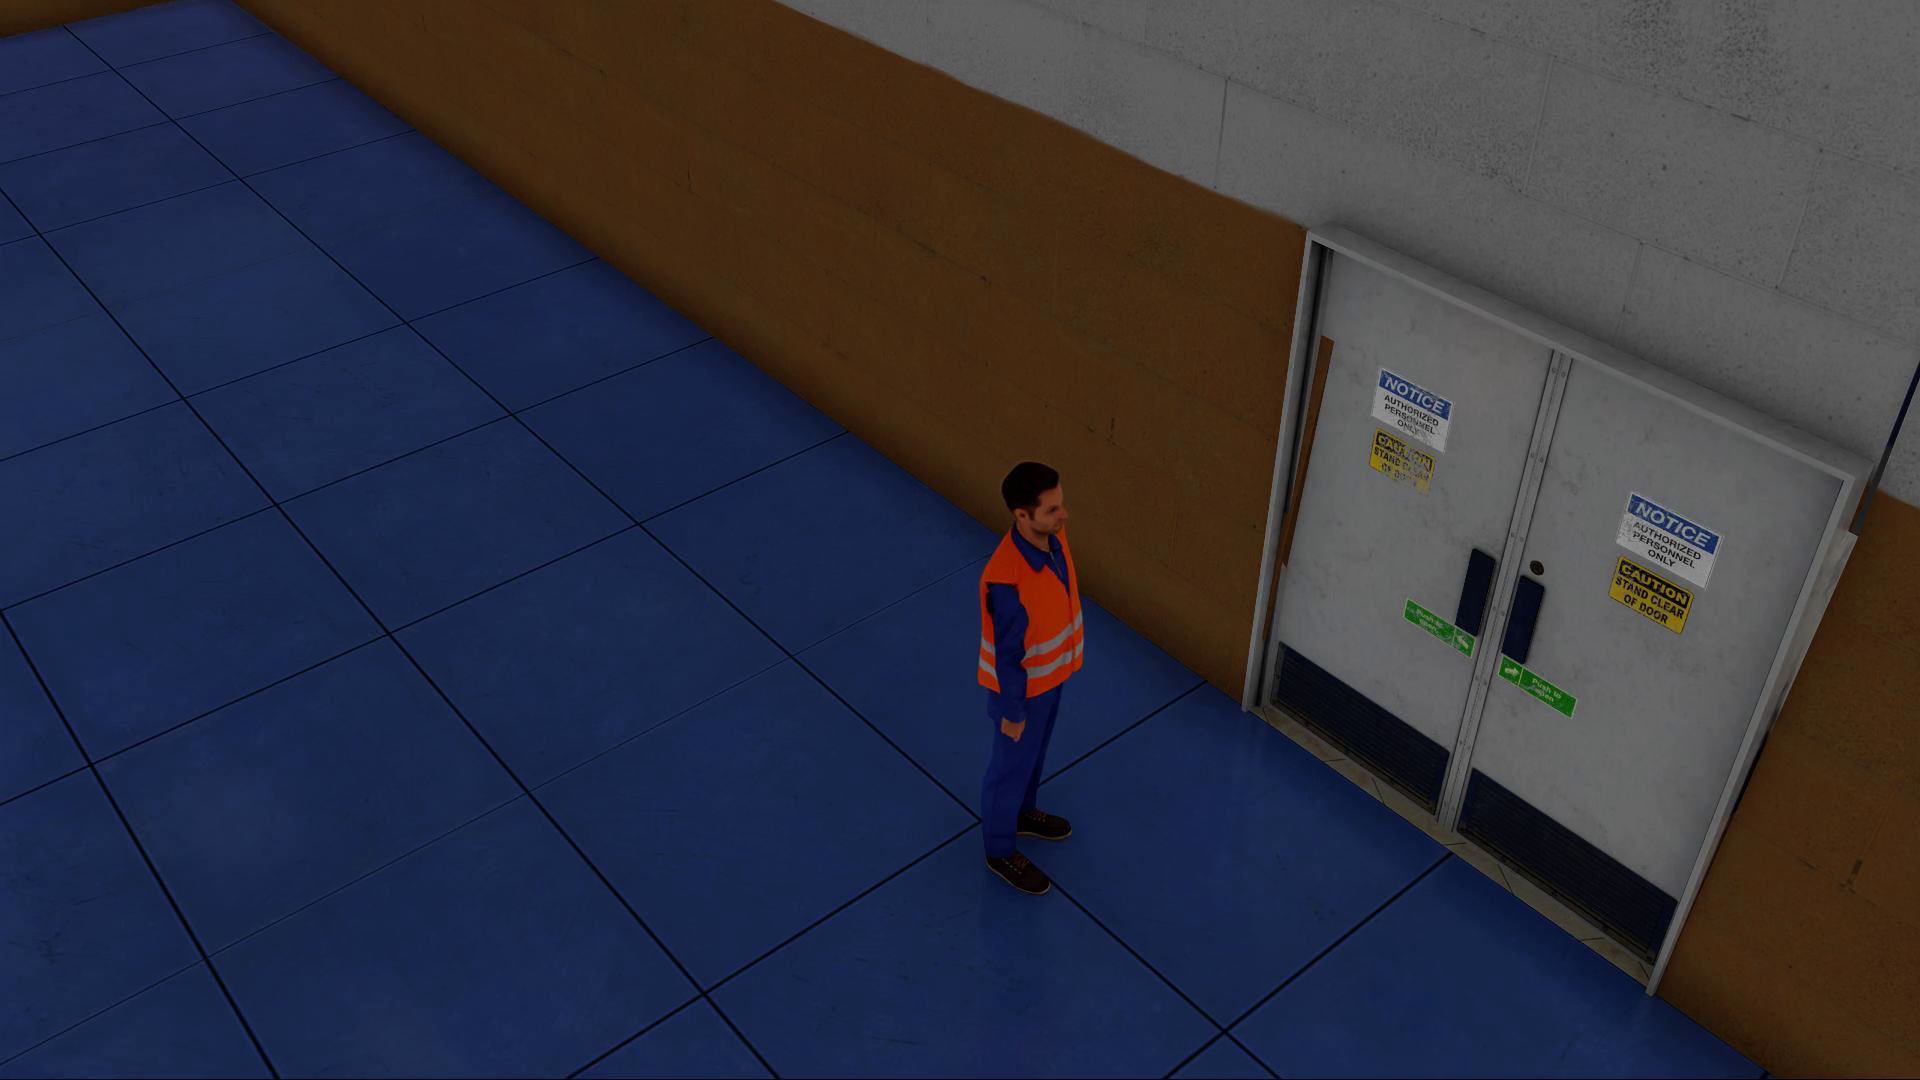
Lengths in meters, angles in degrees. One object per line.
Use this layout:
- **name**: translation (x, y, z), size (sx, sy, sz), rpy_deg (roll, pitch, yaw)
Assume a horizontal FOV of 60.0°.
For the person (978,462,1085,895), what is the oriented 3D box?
- **person**: translation (0.247, 0.489, 6.069), size (0.850, 1.864, 0.726), rpy_deg (13, 39, 17)
